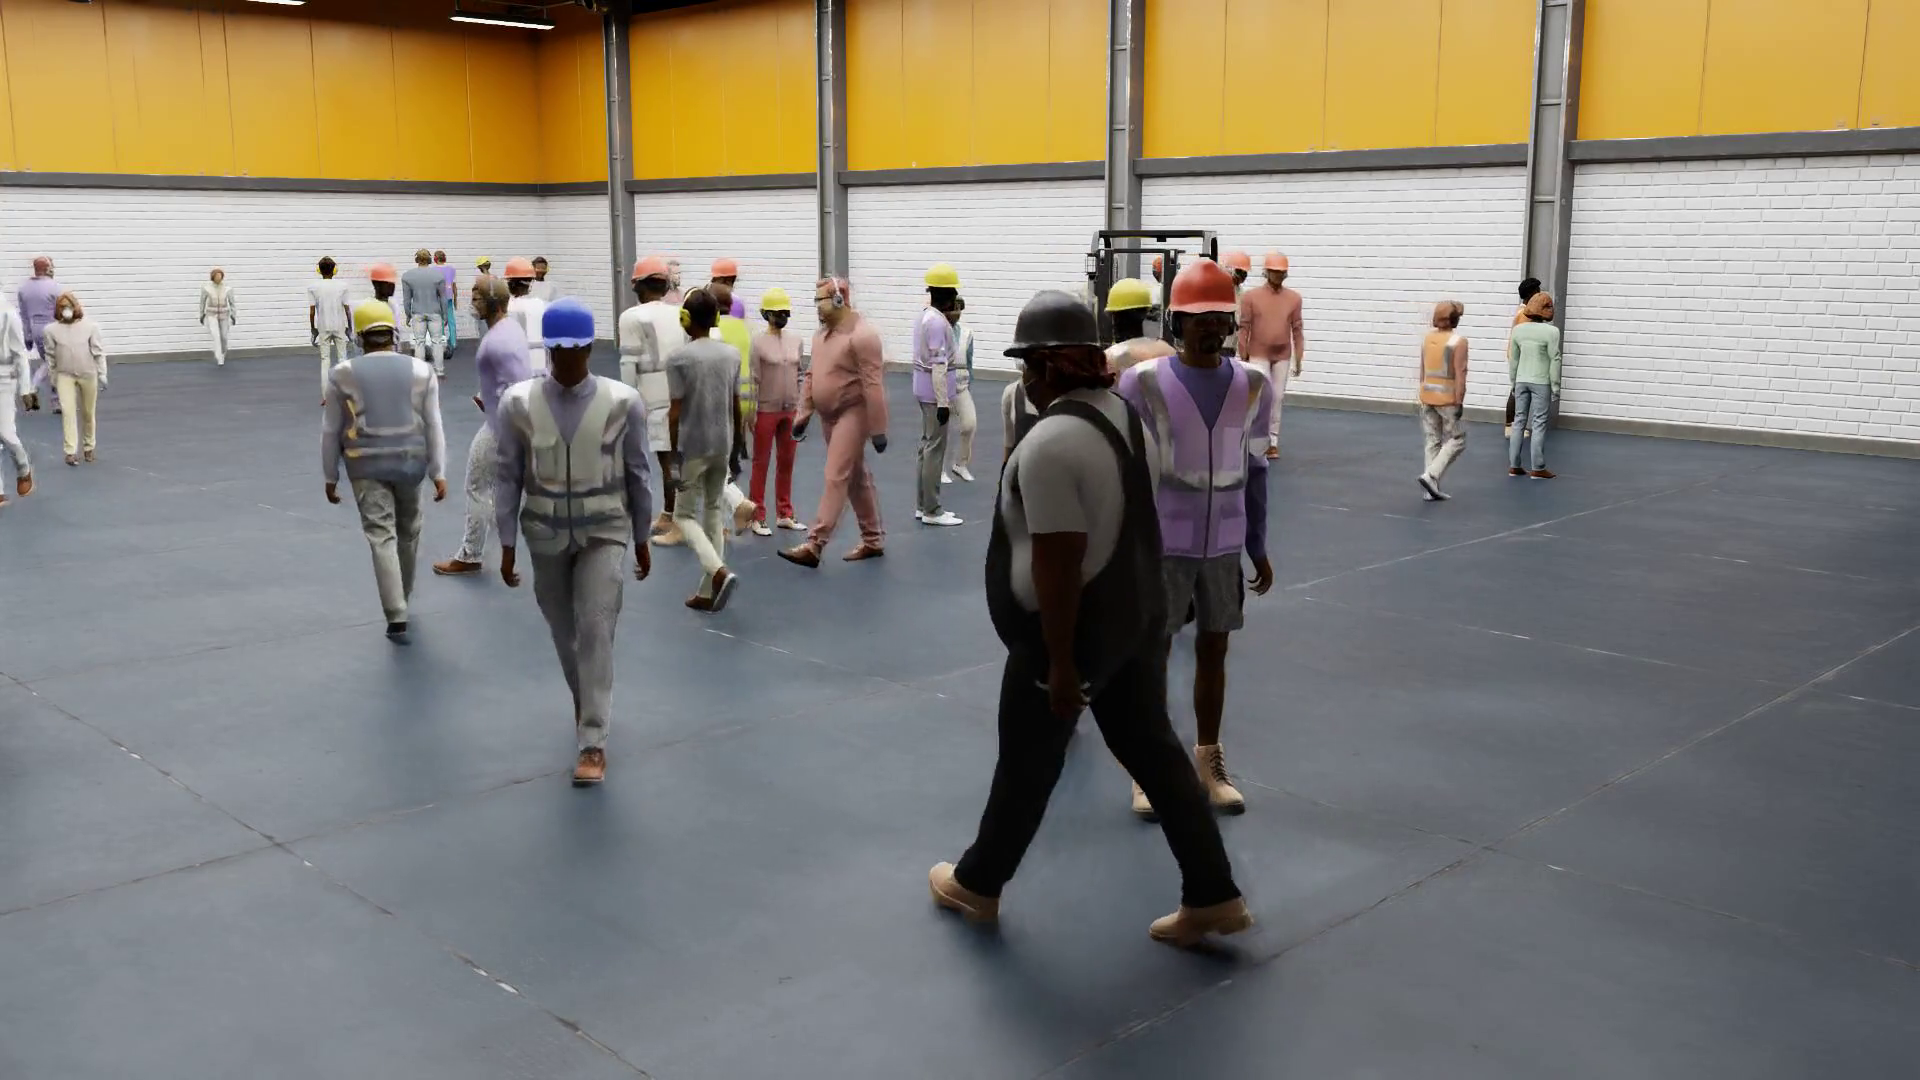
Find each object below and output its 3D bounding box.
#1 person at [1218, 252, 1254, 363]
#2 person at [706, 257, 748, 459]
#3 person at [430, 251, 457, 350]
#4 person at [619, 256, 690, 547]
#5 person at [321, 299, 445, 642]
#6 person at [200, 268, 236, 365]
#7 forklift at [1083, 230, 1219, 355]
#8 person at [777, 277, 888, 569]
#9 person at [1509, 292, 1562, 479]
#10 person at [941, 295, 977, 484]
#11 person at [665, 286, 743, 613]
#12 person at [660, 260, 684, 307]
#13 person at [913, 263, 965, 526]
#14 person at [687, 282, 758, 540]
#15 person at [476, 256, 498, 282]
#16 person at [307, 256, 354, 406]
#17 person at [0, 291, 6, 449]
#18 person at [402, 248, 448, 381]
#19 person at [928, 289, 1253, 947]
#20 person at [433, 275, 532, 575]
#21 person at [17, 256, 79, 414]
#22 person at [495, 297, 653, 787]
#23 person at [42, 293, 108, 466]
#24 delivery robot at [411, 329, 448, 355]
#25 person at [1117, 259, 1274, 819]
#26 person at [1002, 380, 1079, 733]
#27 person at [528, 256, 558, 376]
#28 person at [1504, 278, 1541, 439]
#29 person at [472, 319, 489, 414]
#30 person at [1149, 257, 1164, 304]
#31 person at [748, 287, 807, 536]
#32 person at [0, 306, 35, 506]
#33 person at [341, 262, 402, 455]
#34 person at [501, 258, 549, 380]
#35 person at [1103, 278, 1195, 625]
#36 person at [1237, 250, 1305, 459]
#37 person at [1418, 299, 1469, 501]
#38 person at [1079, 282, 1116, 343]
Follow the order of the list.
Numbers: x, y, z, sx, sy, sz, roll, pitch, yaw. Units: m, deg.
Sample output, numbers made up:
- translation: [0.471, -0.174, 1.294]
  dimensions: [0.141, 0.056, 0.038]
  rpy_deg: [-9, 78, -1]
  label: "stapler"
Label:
- translation: [2.929, -2.051, 17.596]
  dimensions: [1.011, 1.937, 0.628]
  rpy_deg: [8, 13, 37]
  label: "person"
- translation: [-2.240, -1.710, 15.788]
  dimensions: [0.443, 1.932, 0.556]
  rpy_deg: [-4, 11, -23]
  label: "person"
- translation: [-9.606, -4.445, 30.913]
  dimensions: [0.570, 1.843, 0.372]
  rpy_deg: [-10, 15, -44]
  label: "person"
- translation: [-2.049, -0.956, 11.547]
  dimensions: [0.732, 1.994, 0.616]
  rpy_deg: [8, 13, 36]
  label: "person"
- translation: [-3.114, -0.392, 8.953]
  dimensions: [0.612, 1.784, 0.947]
  rpy_deg: [-6, 12, -28]
  label: "person"
- translation: [-12.335, -3.717, 27.618]
  dimensions: [0.542, 1.605, 0.737]
  rpy_deg: [-7, 12, -33]
  label: "person"
- translation: [1.804, -1.825, 15.677]
  dimensions: [1.214, 2.155, 2.313]
  rpy_deg: [2, 11, 13]
  label: "forklift"
- translation: [-0.845, -0.743, 10.711]
  dimensions: [0.934, 1.863, 0.646]
  rpy_deg: [-7, 12, -32]
  label: "person"
- translation: [5.062, -1.356, 14.649]
  dimensions: [0.274, 1.632, 0.507]
  rpy_deg: [-7, 13, -34]
  label: "person"
- translation: [-0.083, -1.277, 14.259]
  dimensions: [0.518, 1.625, 0.440]
  rpy_deg: [-6, 12, -29]
  label: "person"
- translation: [-1.389, -0.479, 9.270]
  dimensions: [0.516, 1.856, 0.551]
  rpy_deg: [-8, 13, -38]
  label: "person"
- translation: [-3.245, -2.187, 18.571]
  dimensions: [0.977, 1.865, 0.659]
  rpy_deg: [2, 11, 12]
  label: "person"
- translation: [-0.154, -1.074, 12.308]
  dimensions: [0.379, 1.925, 0.594]
  rpy_deg: [-2, 11, -9]
  label: "person"
- translation: [-1.627, -0.873, 11.527]
  dimensions: [0.574, 1.818, 0.637]
  rpy_deg: [6, 12, 30]
  label: "person"
- translation: [-8.357, -4.121, 29.391]
  dimensions: [0.325, 1.760, 0.523]
  rpy_deg: [6, 12, 28]
  label: "person"
- translation: [-7.847, -2.591, 20.768]
  dimensions: [0.513, 1.861, 0.328]
  rpy_deg: [-4, 11, -21]
  label: "person"
- translation: [-9.733, -1.865, 16.637]
  dimensions: [0.382, 1.921, 0.597]
  rpy_deg: [0, 10, 1]
  label: "person"
- translation: [-7.798, -3.280, 24.310]
  dimensions: [0.632, 1.939, 0.368]
  rpy_deg: [-2, 11, -13]
  label: "person"
- translation: [0.400, 0.211, 4.993]
  dimensions: [1.049, 2.000, 0.694]
  rpy_deg: [7, 13, 34]
  label: "person"
- translation: [-2.790, -0.717, 10.483]
  dimensions: [1.021, 1.898, 0.637]
  rpy_deg: [-1, 10, -5]
  label: "person"
- translation: [-10.871, -2.433, 19.823]
  dimensions: [0.648, 1.891, 0.514]
  rpy_deg: [4, 11, 19]
  label: "person"
- translation: [-1.562, -0.045, 6.786]
  dimensions: [0.611, 1.902, 1.003]
  rpy_deg: [-1, 10, -4]
  label: "person"
- translation: [-8.202, -1.484, 15.446]
  dimensions: [0.515, 1.587, 0.843]
  rpy_deg: [-5, 11, -25]
  label: "person"
- translation: [-9.135, -3.421, 28.598]
  dimensions: [0.707, 0.478, 0.477]
  rpy_deg: [9, 14, 40]
  label: "delivery robot"
- translation: [0.865, 0.007, 6.094]
  dimensions: [0.605, 2.045, 0.377]
  rpy_deg: [-2, 11, -13]
  label: "person"
- translation: [0.420, -0.062, 7.043]
  dimensions: [0.526, 1.831, 0.470]
  rpy_deg: [4, 11, 22]
  label: "person"
- translation: [-5.573, -2.835, 22.106]
  dimensions: [0.555, 1.856, 0.402]
  rpy_deg: [-5, 12, -27]
  label: "person"
- translation: [5.932, -1.914, 17.547]
  dimensions: [0.320, 1.691, 0.528]
  rpy_deg: [3, 11, 18]
  label: "person"
- translation: [-5.416, -2.180, 19.192]
  dimensions: [0.451, 1.613, 0.513]
  rpy_deg: [2, 11, 10]
  label: "person"
- translation: [2.321, -2.287, 19.042]
  dimensions: [0.356, 1.885, 0.573]
  rpy_deg: [10, 14, 43]
  label: "person"
- translation: [-1.301, -0.917, 11.895]
  dimensions: [0.533, 1.767, 0.323]
  rpy_deg: [-10, 14, -43]
  label: "person"
- translation: [-7.586, -1.181, 13.042]
  dimensions: [0.605, 1.872, 0.489]
  rpy_deg: [0, 10, -3]
  label: "person"
- translation: [-5.432, -1.645, 15.532]
  dimensions: [0.977, 1.899, 0.559]
  rpy_deg: [4, 11, 19]
  label: "person"
- translation: [-3.753, -1.458, 14.453]
  dimensions: [0.492, 1.948, 0.549]
  rpy_deg: [5, 12, 25]
  label: "person"
- translation: [0.964, -0.436, 8.887]
  dimensions: [0.597, 1.910, 0.641]
  rpy_deg: [-9, 14, -42]
  label: "person"
- translation: [2.980, -1.761, 15.893]
  dimensions: [0.642, 1.982, 0.434]
  rpy_deg: [-1, 10, -8]
  label: "person"
- translation: [3.845, -1.101, 13.274]
  dimensions: [0.392, 1.625, 0.529]
  rpy_deg: [-6, 12, -29]
  label: "person"
- translation: [1.743, -2.499, 20.312]
  dimensions: [0.429, 1.845, 0.619]
  rpy_deg: [-8, 13, -35]
  label: "person"
